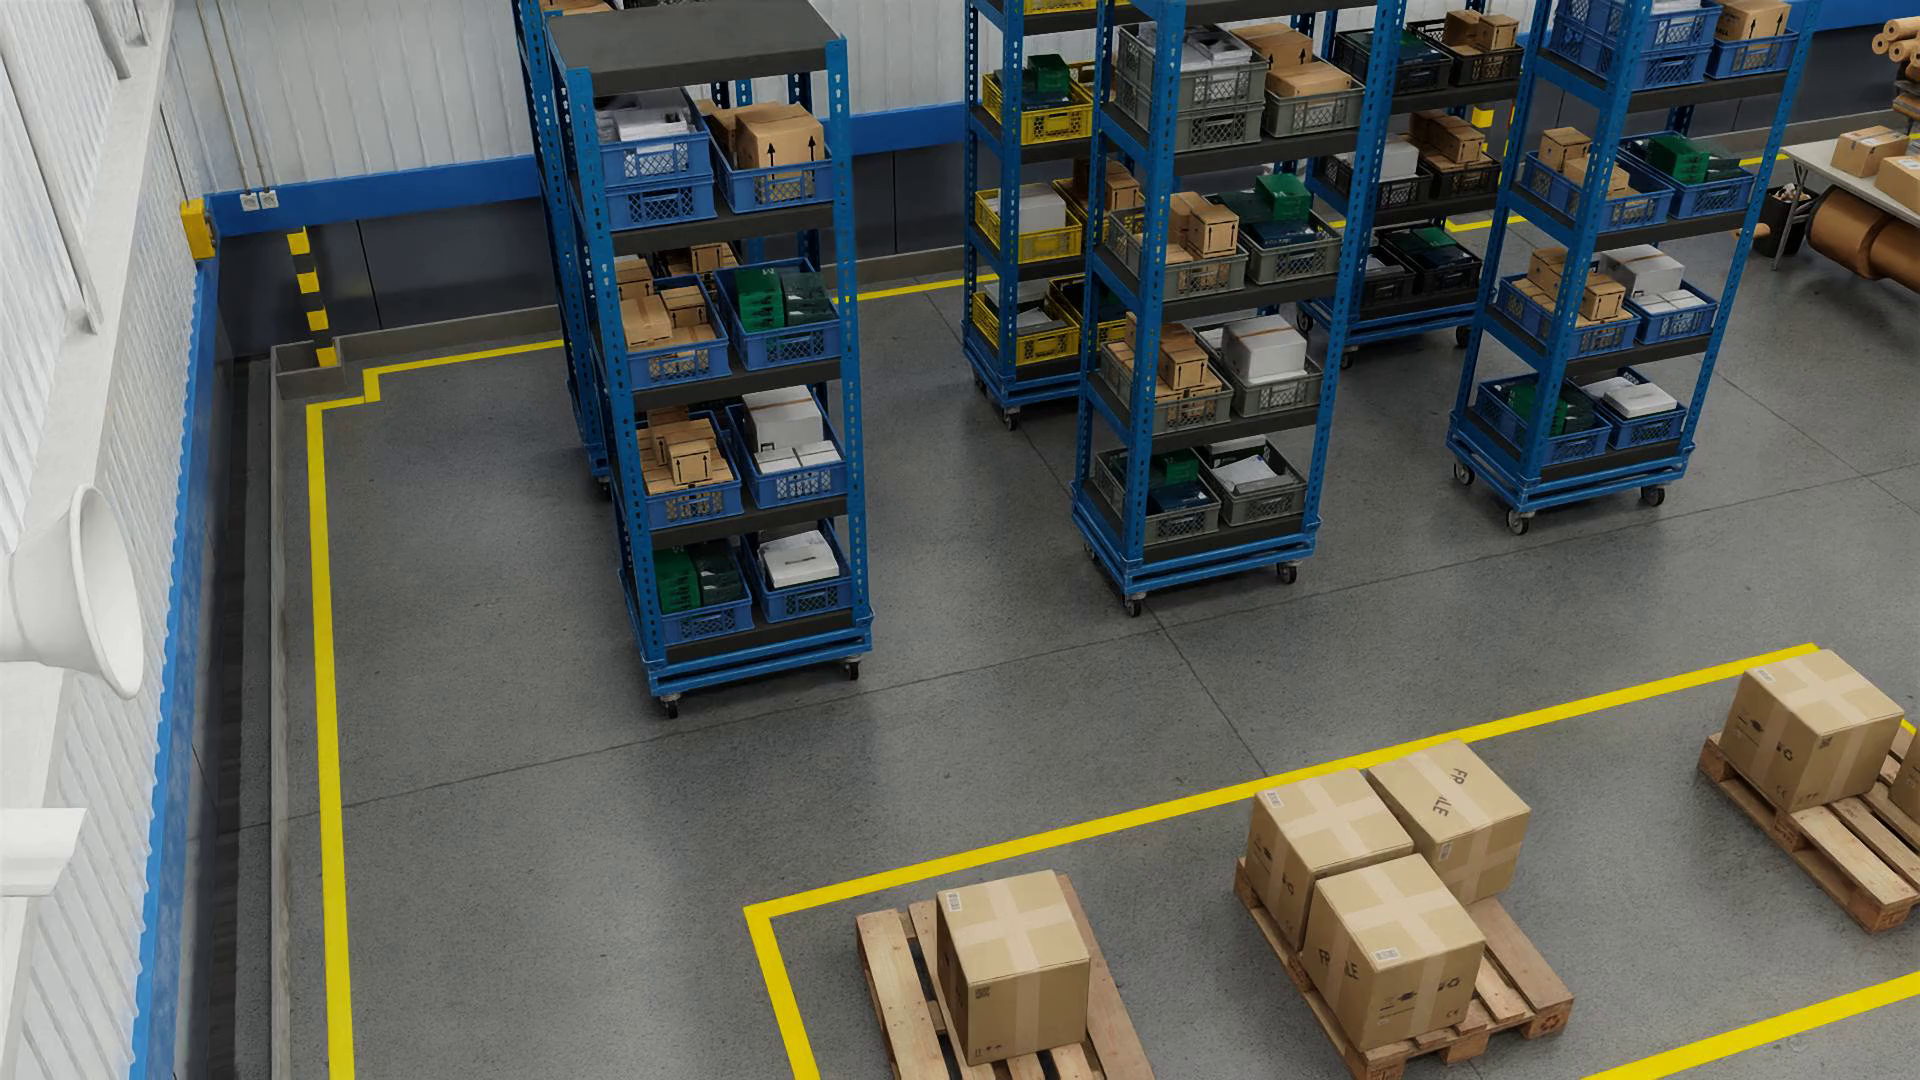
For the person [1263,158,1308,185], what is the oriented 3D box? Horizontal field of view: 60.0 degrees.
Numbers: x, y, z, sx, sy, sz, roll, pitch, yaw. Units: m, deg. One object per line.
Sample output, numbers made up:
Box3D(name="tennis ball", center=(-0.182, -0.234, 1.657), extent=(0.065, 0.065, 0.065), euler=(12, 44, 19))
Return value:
Box3D(name="person", center=(2.421, -2.698, 12.481), extent=(0.360, 1.882, 0.573), euler=(6, 36, 8))
